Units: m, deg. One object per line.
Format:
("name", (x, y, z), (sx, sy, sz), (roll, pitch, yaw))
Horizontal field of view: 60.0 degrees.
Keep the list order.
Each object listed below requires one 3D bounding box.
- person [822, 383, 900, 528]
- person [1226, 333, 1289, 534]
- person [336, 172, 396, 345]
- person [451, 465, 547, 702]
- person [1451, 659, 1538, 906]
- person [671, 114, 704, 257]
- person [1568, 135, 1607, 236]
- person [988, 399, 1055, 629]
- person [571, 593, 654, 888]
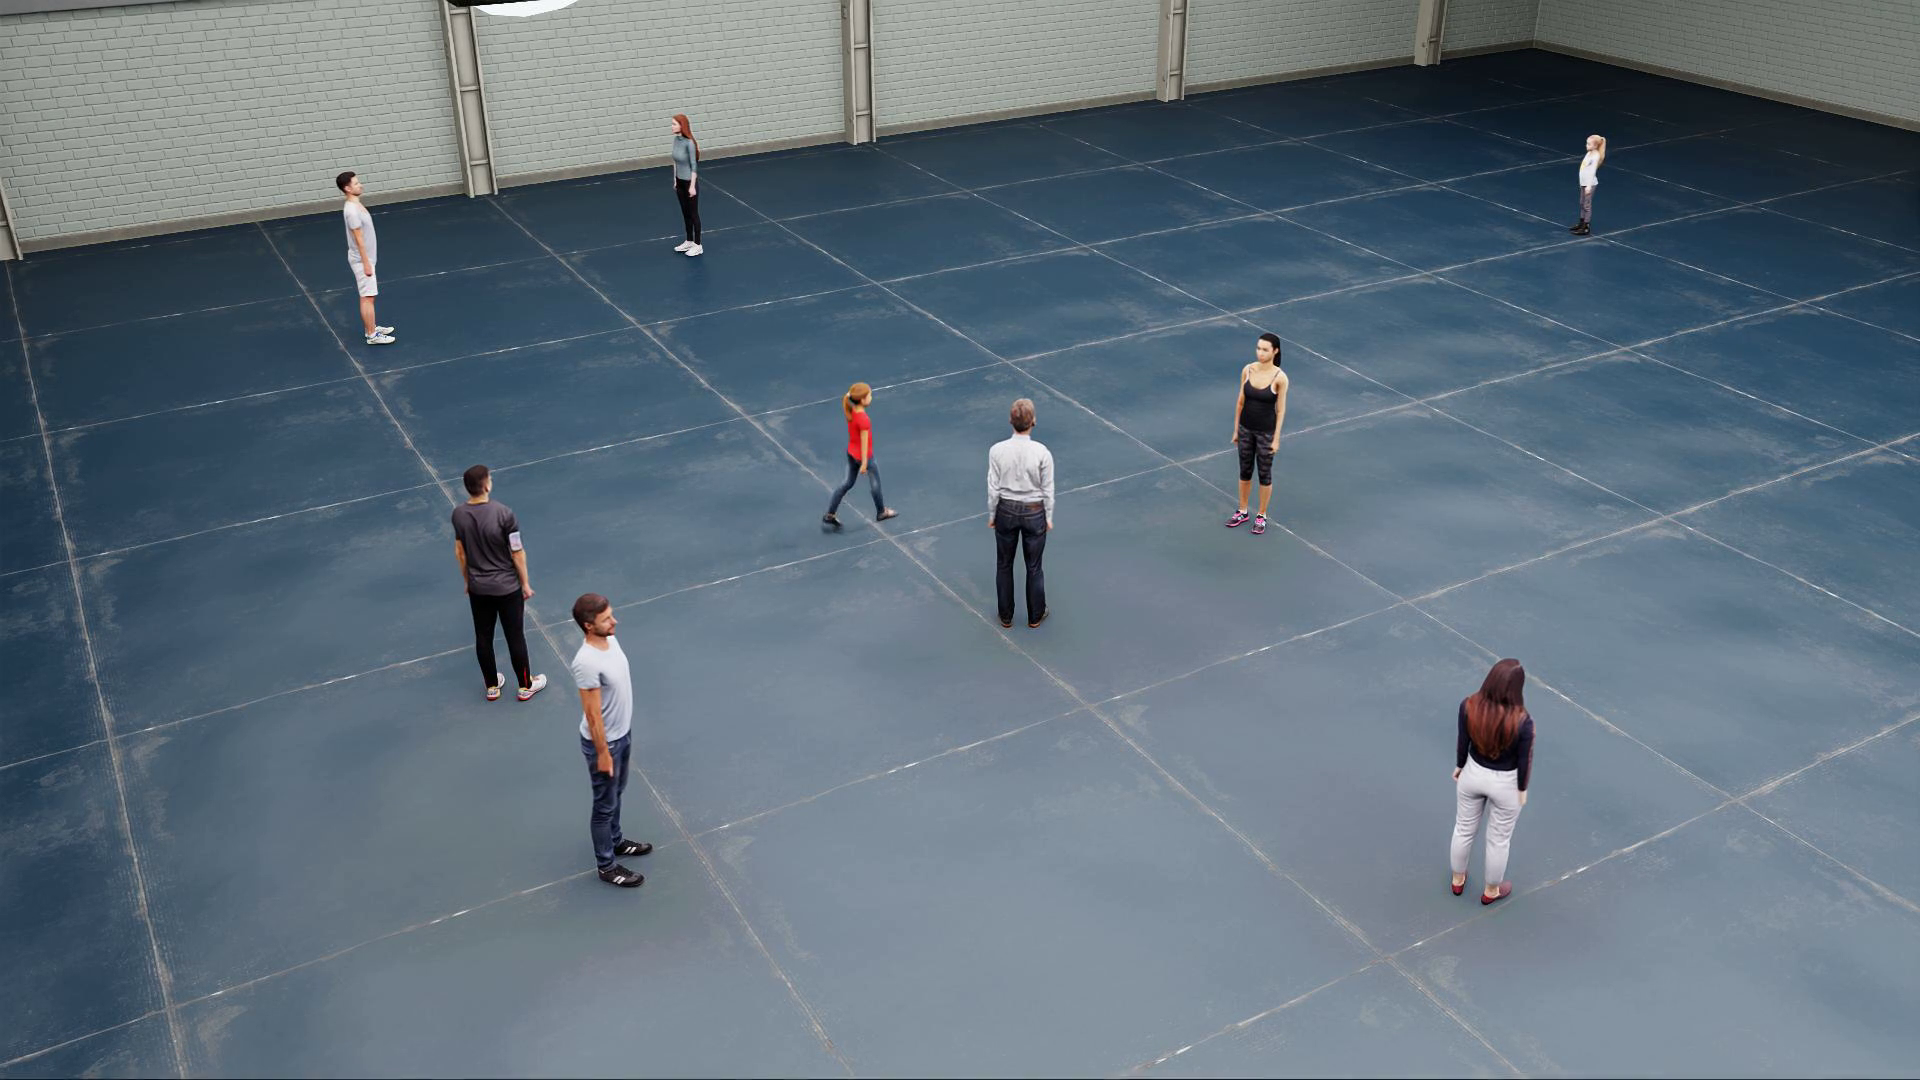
("person", (-0.900, -0.691, 13.891), (0.907, 1.290, 0.510), (-17, 32, -30))
("person", (2.487, -0.900, 13.817), (0.655, 1.730, 0.667), (18, 32, 31))
("person", (-6.406, -3.029, 17.814), (0.638, 1.856, 0.720), (-9, 29, -17))
("person", (-3.213, 0.305, 11.439), (0.703, 1.764, 0.785), (4, 28, 8))
("person", (3.051, 1.376, 9.531), (0.674, 1.607, 0.663), (19, 33, 33))
("person", (-3.387, -4.400, 20.600), (0.566, 1.742, 0.618), (-20, 33, -34))
("person", (8.132, -4.596, 21.489), (0.606, 1.277, 0.563), (1, 27, 1))
("person", (0.450, -0.197, 12.354), (0.709, 1.820, 0.798), (4, 27, 7))
("person", (-2.074, 1.142, 9.704), (0.739, 1.865, 0.719), (2, 27, 3))
